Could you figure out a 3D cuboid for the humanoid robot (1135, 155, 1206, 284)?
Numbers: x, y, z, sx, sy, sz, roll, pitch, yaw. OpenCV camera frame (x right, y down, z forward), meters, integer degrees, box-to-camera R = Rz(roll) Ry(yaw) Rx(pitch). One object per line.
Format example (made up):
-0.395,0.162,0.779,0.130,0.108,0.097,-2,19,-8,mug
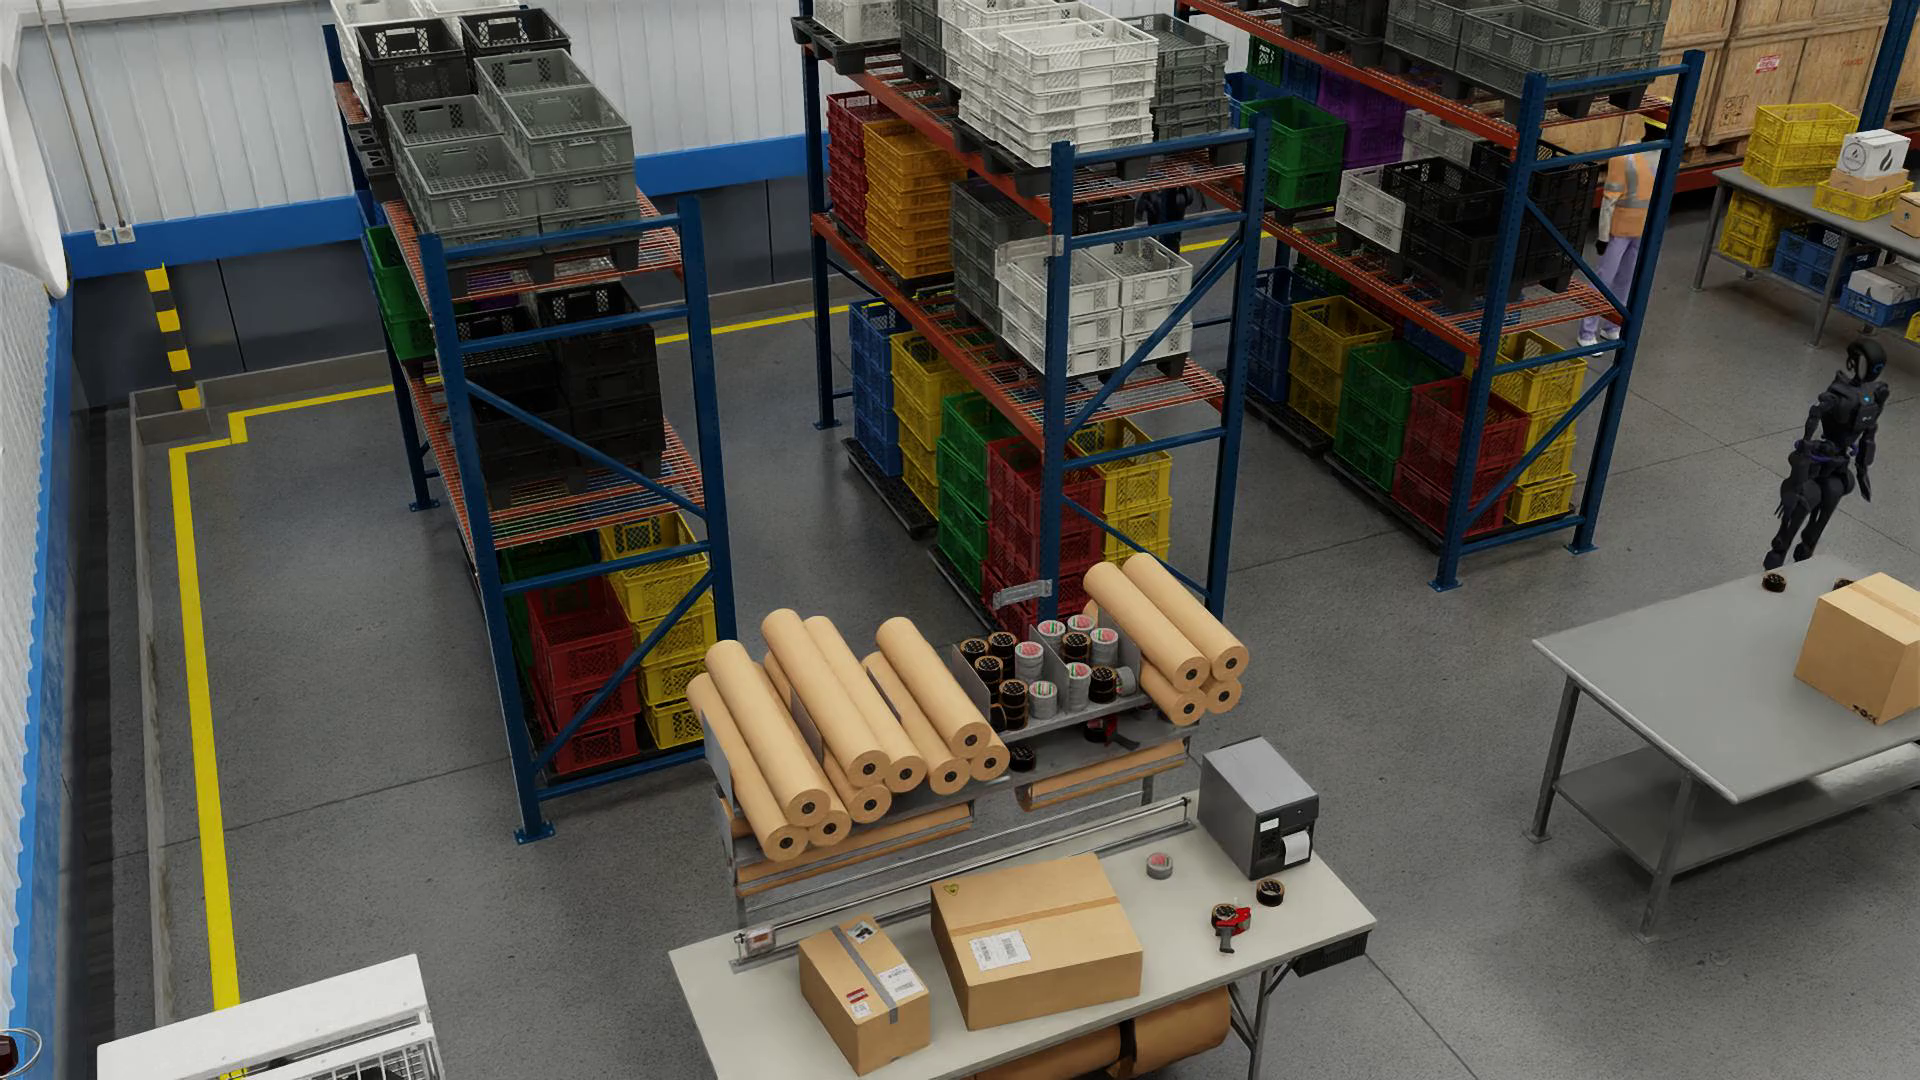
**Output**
1.658,-2.756,13.093,0.590,1.654,0.328,-12,34,-19,humanoid robot

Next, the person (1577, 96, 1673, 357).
4.891,-2.276,12.086,0.588,1.926,0.385,-12,34,-19,person

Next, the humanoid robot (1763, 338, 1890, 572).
4.784,-0.351,9.184,0.590,1.657,0.328,-12,34,-19,humanoid robot
